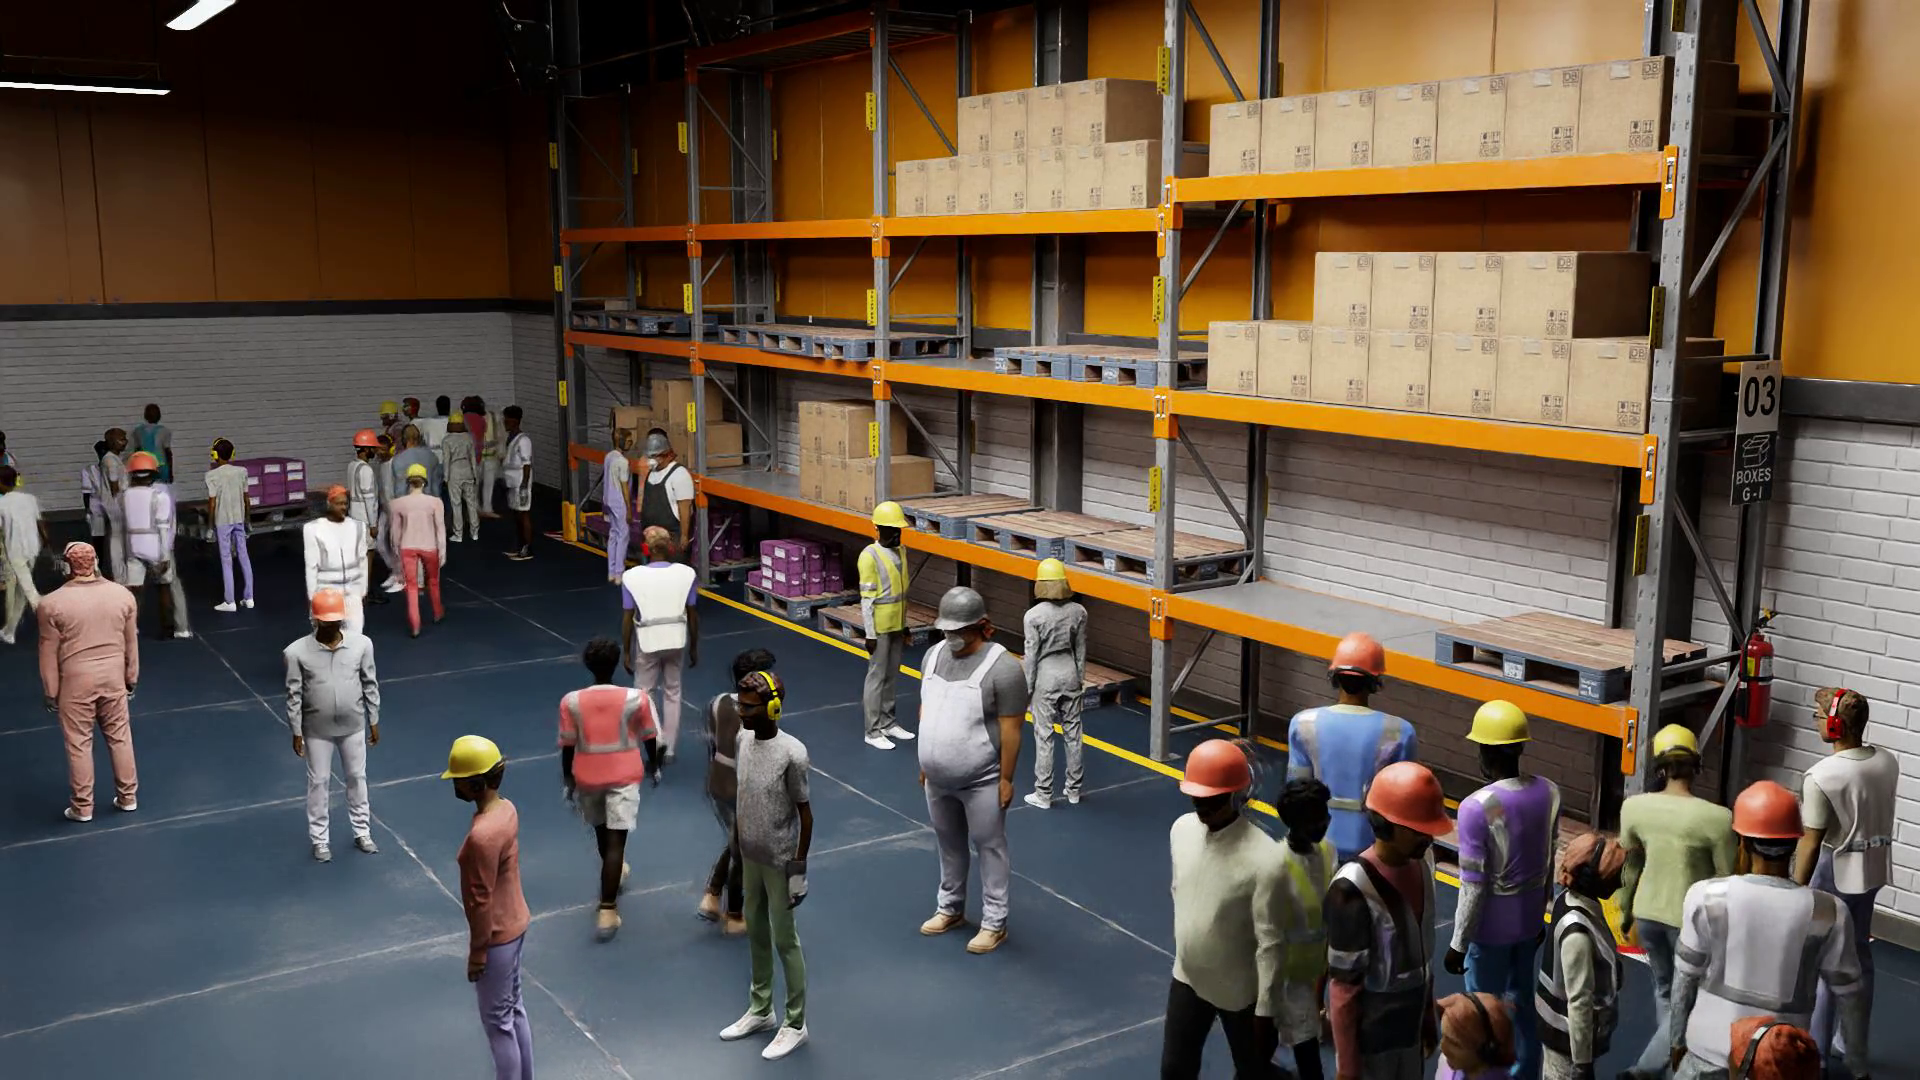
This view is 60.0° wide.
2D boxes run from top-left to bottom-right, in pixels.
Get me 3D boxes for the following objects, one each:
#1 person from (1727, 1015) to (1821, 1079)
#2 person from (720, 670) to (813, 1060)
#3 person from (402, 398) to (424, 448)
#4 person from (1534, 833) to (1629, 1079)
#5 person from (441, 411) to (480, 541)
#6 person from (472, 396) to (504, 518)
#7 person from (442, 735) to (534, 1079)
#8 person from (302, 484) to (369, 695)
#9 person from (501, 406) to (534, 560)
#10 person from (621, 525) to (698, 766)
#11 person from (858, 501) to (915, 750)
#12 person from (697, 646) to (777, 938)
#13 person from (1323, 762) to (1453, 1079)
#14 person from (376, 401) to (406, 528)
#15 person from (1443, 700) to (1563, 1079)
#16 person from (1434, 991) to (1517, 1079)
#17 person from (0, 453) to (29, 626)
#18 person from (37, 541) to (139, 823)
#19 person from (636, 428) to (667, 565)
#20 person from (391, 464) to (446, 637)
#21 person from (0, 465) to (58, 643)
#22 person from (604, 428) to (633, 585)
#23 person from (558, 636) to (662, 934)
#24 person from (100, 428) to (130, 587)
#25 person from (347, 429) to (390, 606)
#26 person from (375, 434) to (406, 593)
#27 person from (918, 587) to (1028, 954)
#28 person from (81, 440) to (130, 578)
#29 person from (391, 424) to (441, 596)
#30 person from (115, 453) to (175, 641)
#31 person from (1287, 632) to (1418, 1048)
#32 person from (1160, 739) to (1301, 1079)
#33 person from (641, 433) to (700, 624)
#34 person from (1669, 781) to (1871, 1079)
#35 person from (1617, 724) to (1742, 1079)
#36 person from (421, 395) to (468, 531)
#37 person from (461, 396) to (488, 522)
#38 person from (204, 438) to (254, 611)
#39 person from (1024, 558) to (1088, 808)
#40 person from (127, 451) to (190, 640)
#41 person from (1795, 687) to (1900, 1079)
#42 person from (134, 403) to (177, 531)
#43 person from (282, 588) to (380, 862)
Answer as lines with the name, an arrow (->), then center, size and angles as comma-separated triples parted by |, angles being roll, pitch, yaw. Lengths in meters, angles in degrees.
person -> 2.071, 2.144, 4.315 | 0.577, 1.880, 0.352 | -4, 10, -21
person -> -0.926, 1.531, 7.933 | 0.533, 1.870, 0.315 | 9, 13, 42
person -> -7.594, -1.073, 23.284 | 0.376, 1.844, 0.572 | -2, 10, -13
person -> 2.354, 1.914, 6.362 | 0.310, 1.640, 0.514 | 3, 10, 17
person -> -6.714, -0.854, 22.301 | 0.492, 1.742, 0.323 | -9, 13, -42
person -> -6.911, -1.186, 24.077 | 0.651, 1.816, 0.431 | -5, 11, -29
person -> -2.052, 1.707, 7.248 | 0.341, 1.756, 0.531 | -1, 10, -5
person -> -5.425, 0.424, 14.458 | 0.577, 1.861, 0.742 | -8, 13, -40
person -> -5.575, -0.709, 20.899 | 0.367, 1.949, 0.685 | -6, 11, -32
person -> -2.212, 0.802, 12.325 | 0.579, 1.827, 0.526 | -4, 10, -22
person -> -0.557, 0.651, 12.929 | 0.370, 1.925, 0.595 | 5, 11, 27
person -> -1.193, 1.409, 9.211 | 0.349, 1.682, 0.542 | -7, 12, -37
person -> 1.563, 1.775, 6.042 | 0.410, 2.031, 0.613 | 9, 13, 43
person -> -7.841, -1.025, 23.117 | 0.445, 1.820, 0.596 | -5, 11, -28
person -> 2.307, 1.634, 7.165 | 0.594, 1.922, 0.385 | -6, 12, -33
person -> 1.592, 2.142, 5.077 | 0.384, 1.626, 0.534 | -2, 10, -12
person -> -9.851, 0.020, 16.969 | 0.610, 1.821, 0.407 | -5, 11, -25
person -> -5.898, 0.952, 11.270 | 0.400, 1.900, 0.636 | 7, 12, 36
person -> -3.374, -0.289, 18.473 | 0.382, 1.918, 0.596 | -7, 12, -36
person -> -5.480, 0.088, 16.867 | 0.537, 1.703, 0.924 | -2, 10, -11
person -> -9.119, 0.168, 16.163 | 1.019, 1.806, 0.553 | 4, 10, 20
person -> -3.954, -0.390, 19.315 | 0.339, 1.834, 0.523 | -7, 12, -34
person -> -2.011, 1.367, 9.553 | 0.541, 1.647, 0.921 | 1, 10, 3
person -> -9.723, -0.374, 19.199 | 0.345, 1.842, 0.505 | -5, 11, -29
person -> -6.474, -0.243, 18.178 | 0.389, 1.930, 0.544 | -7, 12, -36
person -> -6.426, -0.294, 18.756 | 0.550, 1.836, 0.418 | 8, 13, 39
person -> 0.011, 1.235, 9.167 | 0.683, 2.000, 0.535 | 7, 12, 37
person -> -9.893, -0.319, 19.311 | 0.529, 1.692, 0.321 | -7, 12, -37
person -> -6.121, -0.342, 18.724 | 0.356, 1.938, 0.633 | 5, 11, 28
person -> -7.963, 0.118, 16.176 | 0.557, 1.902, 0.888 | 0, 10, 2
person -> 1.869, 1.442, 7.948 | 0.611, 2.041, 0.386 | 4, 10, 23
person -> 1.121, 1.713, 6.619 | 0.934, 1.962, 0.628 | -8, 12, -39
person -> -3.022, -0.133, 17.199 | 0.539, 2.000, 0.705 | -9, 13, -44
person -> 2.883, 1.832, 5.982 | 0.693, 1.936, 0.453 | 4, 11, 23
person -> 3.141, 1.695, 7.359 | 0.582, 1.721, 0.573 | -8, 12, -38
person -> -7.126, -1.049, 23.023 | 0.606, 1.892, 0.767 | 1, 10, 7
person -> -7.012, -1.133, 23.753 | 0.490, 1.820, 0.676 | 5, 11, 27
person -> -7.870, -0.164, 17.879 | 0.328, 1.873, 0.519 | 7, 12, 35
person -> 0.644, 0.986, 11.514 | 0.484, 1.741, 0.302 | -4, 11, -24
person -> -8.086, 0.054, 16.586 | 0.987, 1.869, 0.611 | 5, 11, 29
person -> 4.069, 1.592, 7.684 | 0.559, 1.836, 0.394 | -5, 11, -26
person -> -10.995, -0.951, 22.666 | 0.518, 1.821, 0.799 | 0, 10, -3
person -> -3.945, 1.157, 10.499 | 0.566, 1.744, 0.350 | -6, 11, -32
